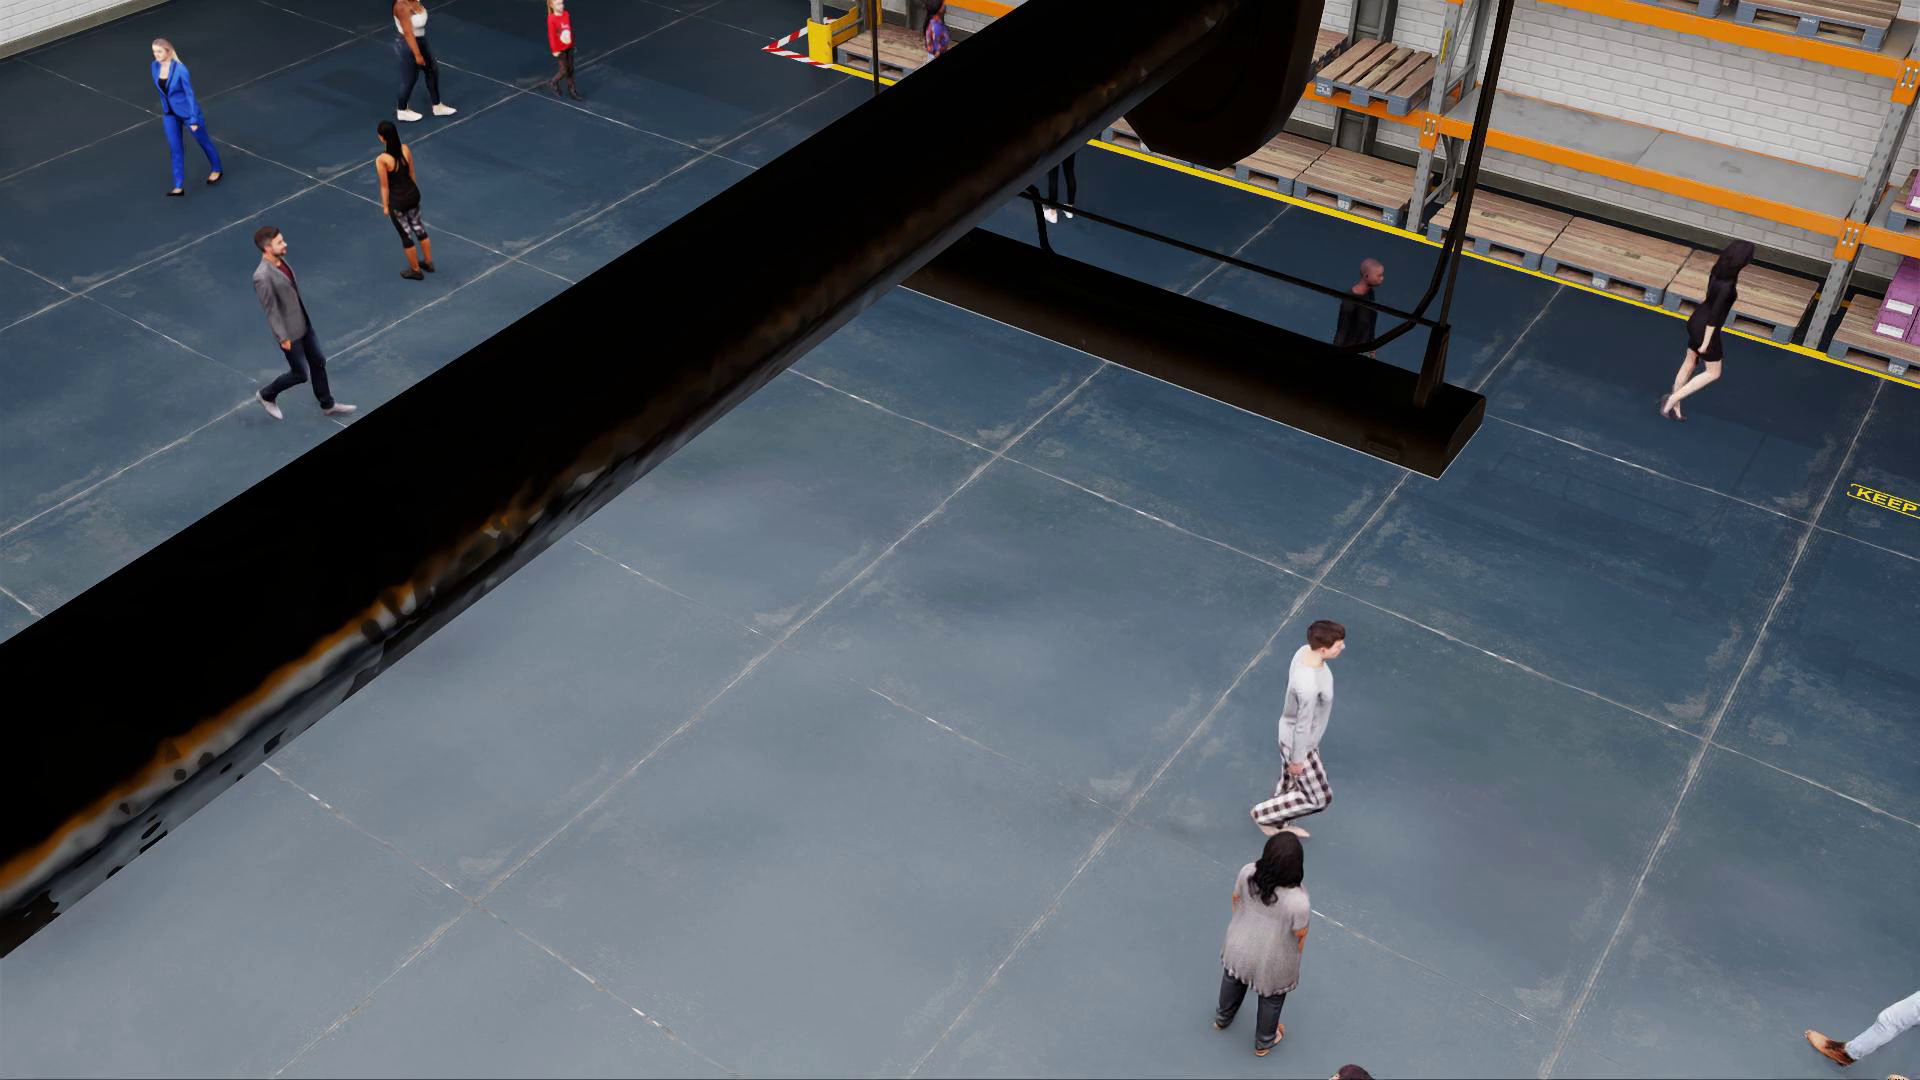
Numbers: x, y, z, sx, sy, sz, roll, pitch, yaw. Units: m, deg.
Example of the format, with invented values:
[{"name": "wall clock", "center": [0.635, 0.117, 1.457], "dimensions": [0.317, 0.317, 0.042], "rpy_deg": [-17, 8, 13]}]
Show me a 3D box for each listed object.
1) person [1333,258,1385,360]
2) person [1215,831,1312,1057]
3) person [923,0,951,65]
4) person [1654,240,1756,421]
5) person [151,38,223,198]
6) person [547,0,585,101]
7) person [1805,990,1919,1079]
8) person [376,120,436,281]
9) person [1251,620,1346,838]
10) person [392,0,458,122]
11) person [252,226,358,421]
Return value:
[{"name": "person", "center": [3.221, -1.629, 14.098], "dimensions": [1.027, 1.715, 0.645], "rpy_deg": [22, 43, 25]}, {"name": "person", "center": [1.699, 2.256, 9.323], "dimensions": [0.612, 1.603, 0.701], "rpy_deg": [27, 46, 30]}, {"name": "person", "center": [-0.334, -5.249, 18.618], "dimensions": [0.809, 1.731, 0.747], "rpy_deg": [-10, 40, -13]}, {"name": "person", "center": [6.261, -1.758, 14.200], "dimensions": [0.799, 1.790, 0.740], "rpy_deg": [3, 39, 4]}, {"name": "person", "center": [-8.255, -4.571, 17.821], "dimensions": [1.100, 1.666, 0.980], "rpy_deg": [8, 39, 10]}, {"name": "person", "center": [-4.753, -5.863, 19.753], "dimensions": [0.633, 1.274, 0.499], "rpy_deg": [22, 44, 25]}, {"name": "person", "center": [5.415, 2.444, 8.919], "dimensions": [1.005, 1.813, 0.740], "rpy_deg": [30, 48, 32]}, {"name": "person", "center": [-5.452, -3.336, 16.275], "dimensions": [0.544, 1.665, 0.607], "rpy_deg": [18, 42, 21]}, {"name": "person", "center": [2.055, 1.222, 10.432], "dimensions": [0.840, 1.837, 0.791], "rpy_deg": [8, 39, 10]}, {"name": "person", "center": [-6.371, -5.649, 19.088], "dimensions": [1.040, 1.770, 0.913], "rpy_deg": [-2, 39, -2]}, {"name": "person", "center": [-5.789, -1.809, 14.210], "dimensions": [1.148, 1.856, 1.016], "rpy_deg": [1, 39, 1]}]
